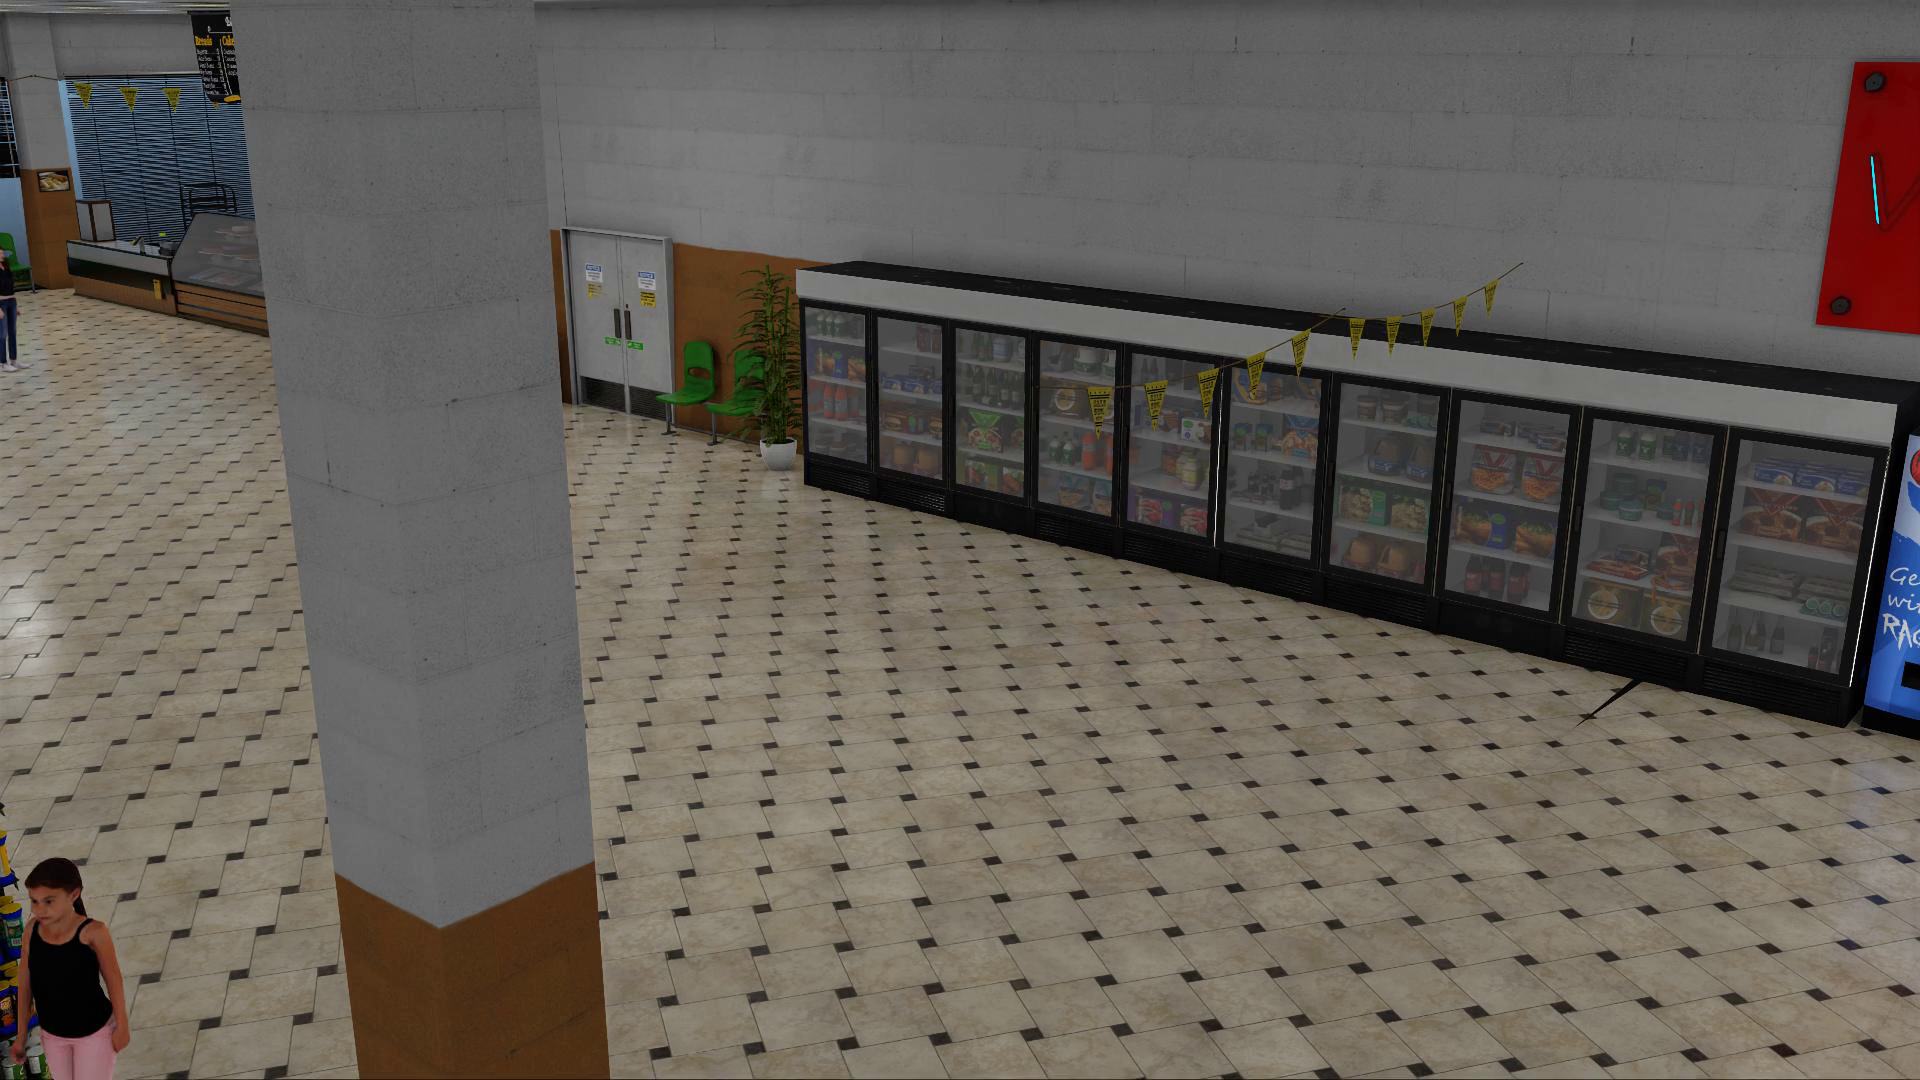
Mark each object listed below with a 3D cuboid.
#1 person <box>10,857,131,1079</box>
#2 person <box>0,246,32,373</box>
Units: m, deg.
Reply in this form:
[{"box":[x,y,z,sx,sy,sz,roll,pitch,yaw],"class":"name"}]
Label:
[{"box":[-3.532,1.964,6.728,0.674,1.550,0.752,3,17,9],"class":"person"},{"box":[-13.576,-3.301,23.657,0.715,1.789,0.613,2,17,8],"class":"person"}]
